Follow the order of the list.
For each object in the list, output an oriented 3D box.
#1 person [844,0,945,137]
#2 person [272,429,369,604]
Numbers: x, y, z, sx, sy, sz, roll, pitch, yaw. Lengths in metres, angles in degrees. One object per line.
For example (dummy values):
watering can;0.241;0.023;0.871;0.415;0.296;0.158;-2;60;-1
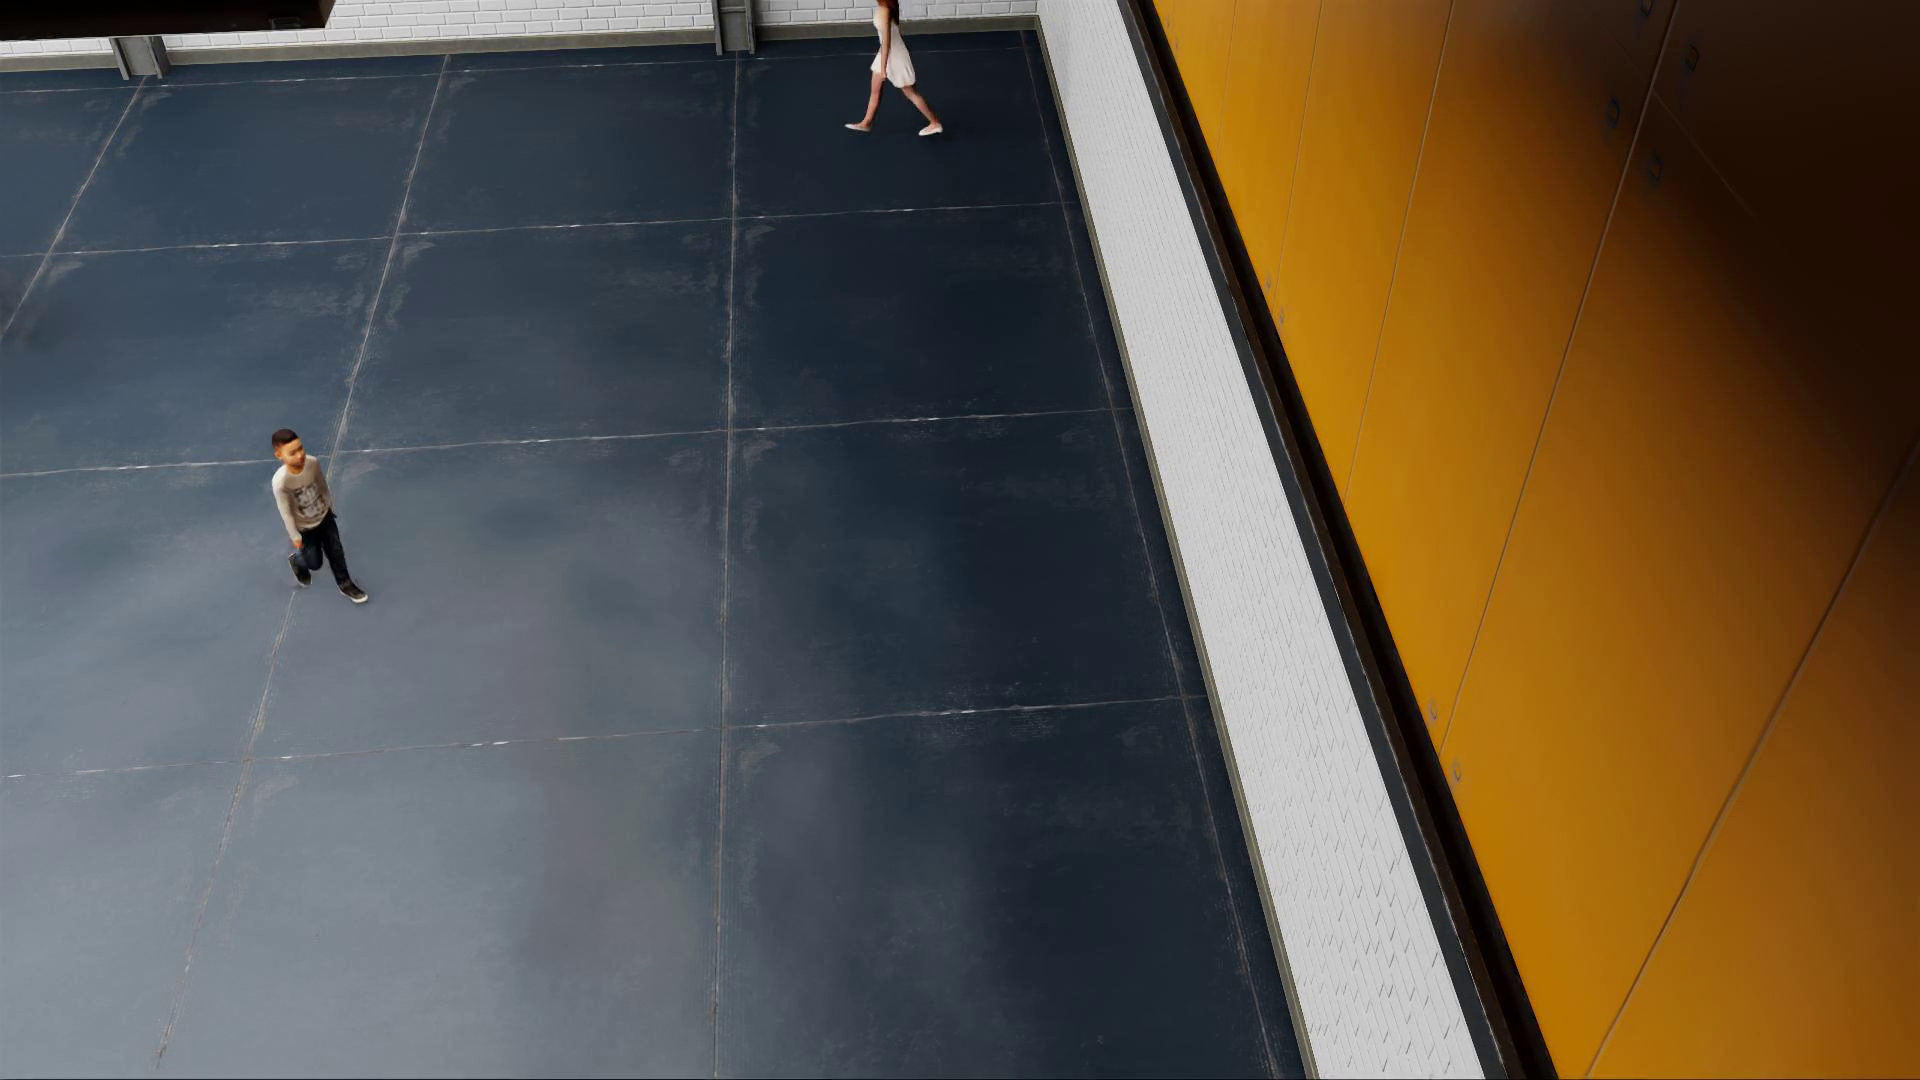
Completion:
person;-0.524;-4.483;15.486;1.181;1.660;0.629;2;44;2
person;-4.377;-0.156;11.095;0.886;1.451;0.793;23;48;23
